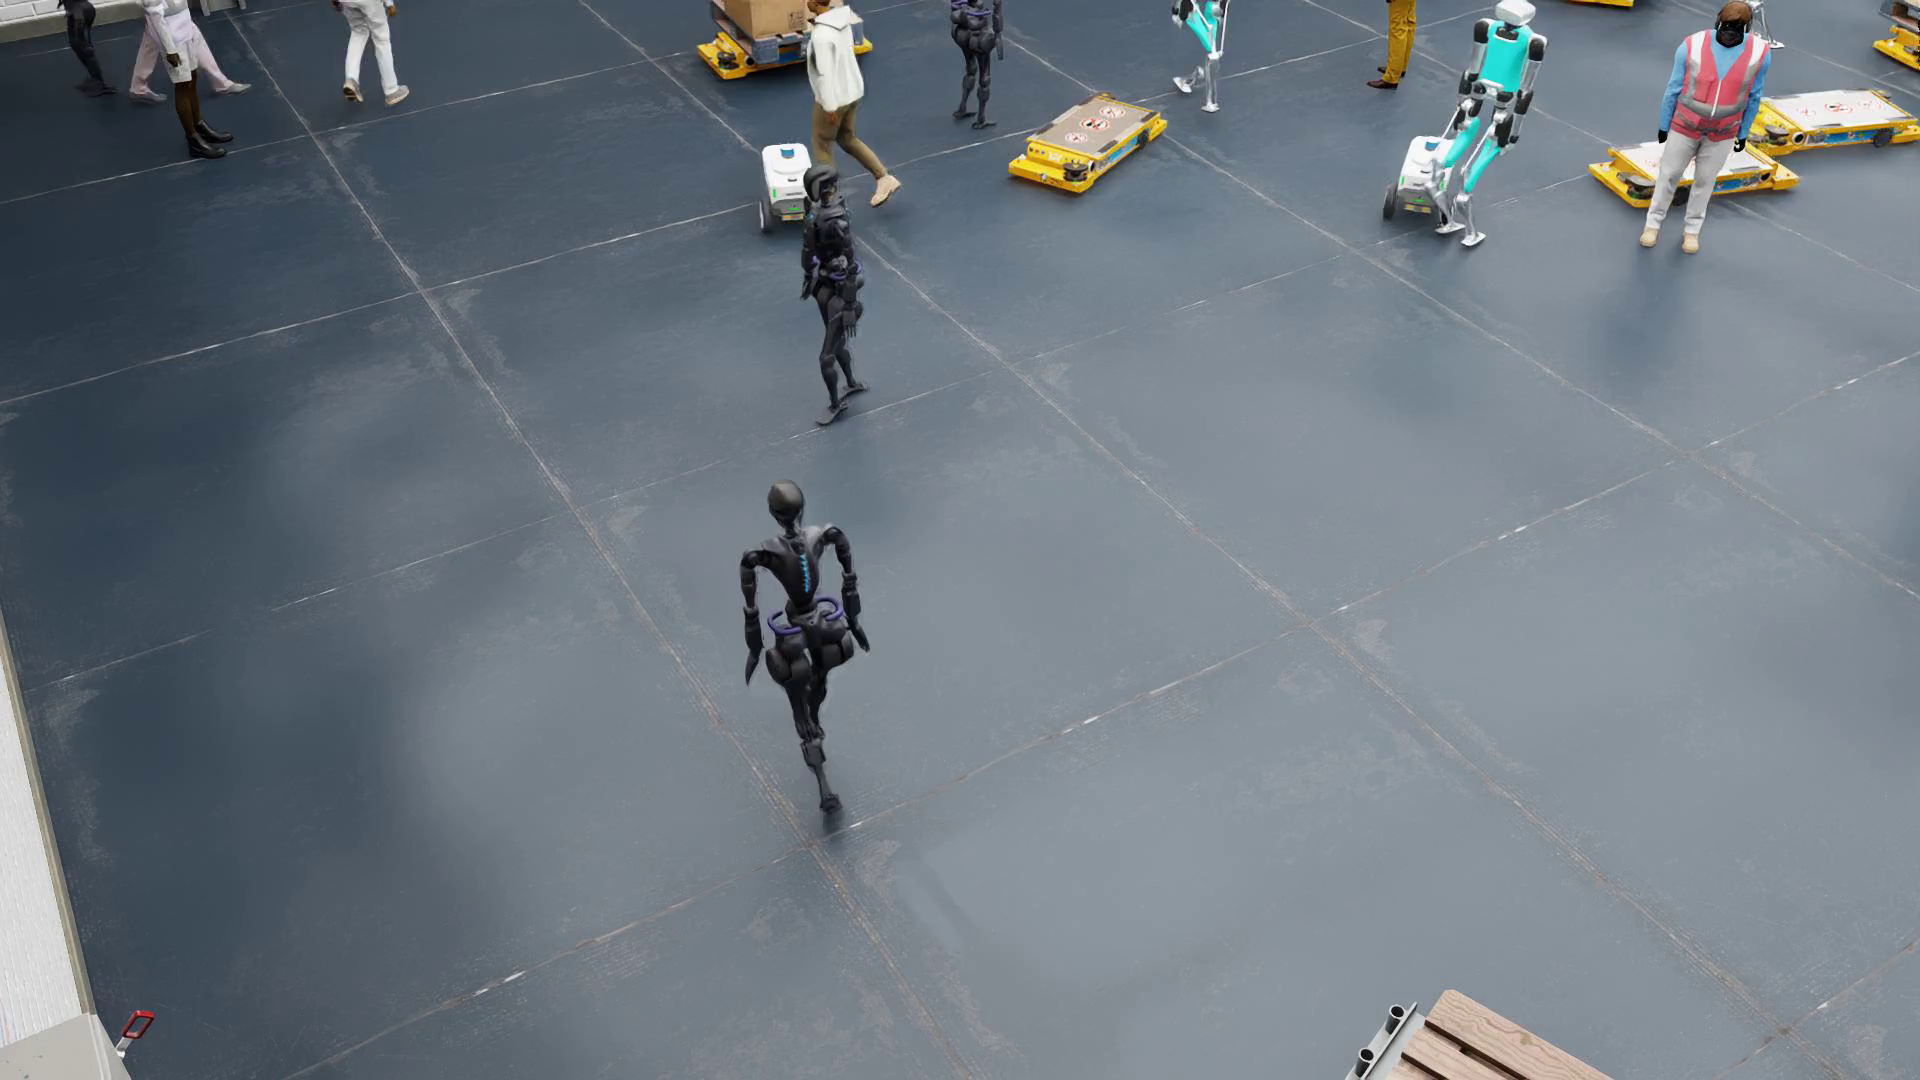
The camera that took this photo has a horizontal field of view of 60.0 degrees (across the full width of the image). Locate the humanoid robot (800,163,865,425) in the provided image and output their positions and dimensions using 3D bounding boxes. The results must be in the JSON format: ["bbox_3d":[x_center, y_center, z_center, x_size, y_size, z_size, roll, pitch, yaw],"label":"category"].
[{"bbox_3d":[-0.809,-1.510,10.070,0.569,1.639,0.612,-22,44,-26],"label":"humanoid robot"}]

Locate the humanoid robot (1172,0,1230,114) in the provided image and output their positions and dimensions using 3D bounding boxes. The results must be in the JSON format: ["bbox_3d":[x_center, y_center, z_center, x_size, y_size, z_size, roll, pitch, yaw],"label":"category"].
[{"bbox_3d":[2.065,-4.282,13.548,0.551,1.761,1.043,-12,40,-15],"label":"humanoid robot"}]

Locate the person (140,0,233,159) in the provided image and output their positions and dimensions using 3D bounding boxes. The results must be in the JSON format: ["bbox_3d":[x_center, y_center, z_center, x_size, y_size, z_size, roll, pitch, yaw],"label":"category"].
[{"bbox_3d":[-6.083,-3.933,12.909,0.346,1.940,0.550,-5,39,-7],"label":"person"}]

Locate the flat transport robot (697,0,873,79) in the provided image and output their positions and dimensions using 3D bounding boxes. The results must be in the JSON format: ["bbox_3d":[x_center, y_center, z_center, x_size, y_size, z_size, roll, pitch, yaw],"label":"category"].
[{"bbox_3d":[-1.569,-4.446,14.901,1.431,0.231,0.659,-17,42,-21],"label":"flat transport robot"}]

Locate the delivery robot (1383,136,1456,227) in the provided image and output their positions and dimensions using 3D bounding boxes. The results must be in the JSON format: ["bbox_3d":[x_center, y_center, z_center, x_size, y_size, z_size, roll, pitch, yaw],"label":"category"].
[{"bbox_3d":[3.501,-2.719,12.506,0.499,0.612,0.814,13,40,15],"label":"delivery robot"}]

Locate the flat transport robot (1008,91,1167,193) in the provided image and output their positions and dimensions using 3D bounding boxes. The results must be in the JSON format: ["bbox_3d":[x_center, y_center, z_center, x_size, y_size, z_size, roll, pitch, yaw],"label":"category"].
[{"bbox_3d":[1.041,-3.199,13.329,0.659,0.231,1.431,22,44,26],"label":"flat transport robot"}]

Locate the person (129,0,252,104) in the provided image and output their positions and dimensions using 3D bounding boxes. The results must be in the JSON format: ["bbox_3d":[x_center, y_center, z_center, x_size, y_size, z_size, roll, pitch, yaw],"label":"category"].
[{"bbox_3d":[-6.623,-4.476,13.721,0.966,1.784,0.563,-19,42,-22],"label":"person"}]

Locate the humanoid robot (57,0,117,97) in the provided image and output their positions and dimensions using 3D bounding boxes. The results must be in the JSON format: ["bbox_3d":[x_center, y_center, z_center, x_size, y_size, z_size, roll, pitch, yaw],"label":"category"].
[{"bbox_3d":[-7.395,-4.521,13.866,0.321,1.648,0.609,-25,45,-28],"label":"humanoid robot"}]

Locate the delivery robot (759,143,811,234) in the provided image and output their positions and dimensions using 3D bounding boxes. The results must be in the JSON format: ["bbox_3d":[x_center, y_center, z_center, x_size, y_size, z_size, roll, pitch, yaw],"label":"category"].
[{"bbox_3d":[-1.269,-2.658,12.413,0.499,0.592,0.795,-7,39,-9],"label":"delivery robot"}]

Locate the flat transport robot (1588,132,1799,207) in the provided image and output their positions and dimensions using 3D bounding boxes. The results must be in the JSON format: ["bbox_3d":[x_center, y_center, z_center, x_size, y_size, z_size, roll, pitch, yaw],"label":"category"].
[{"bbox_3d":[5.703,-2.876,12.921,1.431,0.231,0.659,-9,39,-12],"label":"flat transport robot"}]

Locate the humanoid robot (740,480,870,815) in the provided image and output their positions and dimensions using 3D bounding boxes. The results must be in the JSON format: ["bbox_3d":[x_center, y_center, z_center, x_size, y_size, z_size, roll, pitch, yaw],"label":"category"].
[{"bbox_3d":[-0.671,0.485,7.603,0.610,1.643,0.760,-18,42,-21],"label":"humanoid robot"}]

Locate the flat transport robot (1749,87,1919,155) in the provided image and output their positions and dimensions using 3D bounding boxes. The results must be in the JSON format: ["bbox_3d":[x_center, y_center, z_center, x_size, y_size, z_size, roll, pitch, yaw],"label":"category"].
[{"bbox_3d":[7.088,-3.425,13.613,1.431,0.231,0.659,-8,39,-10],"label":"flat transport robot"}]

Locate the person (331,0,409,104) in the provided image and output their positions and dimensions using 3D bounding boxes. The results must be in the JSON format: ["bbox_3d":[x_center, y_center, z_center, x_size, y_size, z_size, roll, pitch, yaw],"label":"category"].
[{"bbox_3d":[-4.926,-4.434,13.601,0.592,1.873,0.526,9,39,11],"label":"person"}]

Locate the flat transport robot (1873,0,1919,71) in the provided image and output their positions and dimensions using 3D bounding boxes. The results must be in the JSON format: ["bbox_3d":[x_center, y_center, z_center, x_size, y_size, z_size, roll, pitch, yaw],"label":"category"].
[{"bbox_3d":[9.023,-4.455,14.913,1.431,0.231,0.659,-11,40,-14],"label":"flat transport robot"}]

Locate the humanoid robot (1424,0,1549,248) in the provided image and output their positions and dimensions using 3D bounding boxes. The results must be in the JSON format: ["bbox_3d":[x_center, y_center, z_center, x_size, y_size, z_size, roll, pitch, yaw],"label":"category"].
[{"bbox_3d":[3.627,-2.881,11.685,0.545,1.727,0.699,30,47,32],"label":"humanoid robot"}]

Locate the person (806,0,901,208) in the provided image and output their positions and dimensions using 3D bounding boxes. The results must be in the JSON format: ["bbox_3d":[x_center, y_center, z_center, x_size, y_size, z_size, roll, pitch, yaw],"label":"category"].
[{"bbox_3d":[-0.822,-3.205,12.151,0.675,1.727,0.531,16,41,19],"label":"person"}]

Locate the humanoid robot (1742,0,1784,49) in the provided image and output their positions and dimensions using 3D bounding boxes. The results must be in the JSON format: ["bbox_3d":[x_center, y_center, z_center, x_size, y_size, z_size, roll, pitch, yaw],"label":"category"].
[{"bbox_3d":[7.123,-5.122,14.465,0.735,1.677,0.533,-11,40,-14],"label":"humanoid robot"}]

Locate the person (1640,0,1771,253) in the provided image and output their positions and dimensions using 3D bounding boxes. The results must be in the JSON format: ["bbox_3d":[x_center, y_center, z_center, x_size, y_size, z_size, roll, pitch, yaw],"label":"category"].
[{"bbox_3d":[5.229,-2.894,11.690,0.629,1.838,0.431,11,40,14],"label":"person"}]

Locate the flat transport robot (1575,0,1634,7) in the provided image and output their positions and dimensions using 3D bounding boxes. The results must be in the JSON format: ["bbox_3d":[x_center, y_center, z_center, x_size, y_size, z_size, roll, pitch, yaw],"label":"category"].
[{"bbox_3d":[6.336,-5.607,16.367,0.659,0.231,1.431,13,40,16],"label":"flat transport robot"}]

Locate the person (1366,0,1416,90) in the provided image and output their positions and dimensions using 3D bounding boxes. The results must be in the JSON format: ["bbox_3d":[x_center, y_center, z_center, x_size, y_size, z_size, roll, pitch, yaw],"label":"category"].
[{"bbox_3d":[3.738,-4.692,14.017,0.340,1.754,0.522,18,42,21],"label":"person"}]

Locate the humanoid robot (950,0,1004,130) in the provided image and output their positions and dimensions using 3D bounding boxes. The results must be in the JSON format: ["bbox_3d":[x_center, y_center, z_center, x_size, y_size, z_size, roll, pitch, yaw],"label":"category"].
[{"bbox_3d":[0.129,-4.135,13.368,0.327,1.650,0.616,-29,47,-31],"label":"humanoid robot"}]
